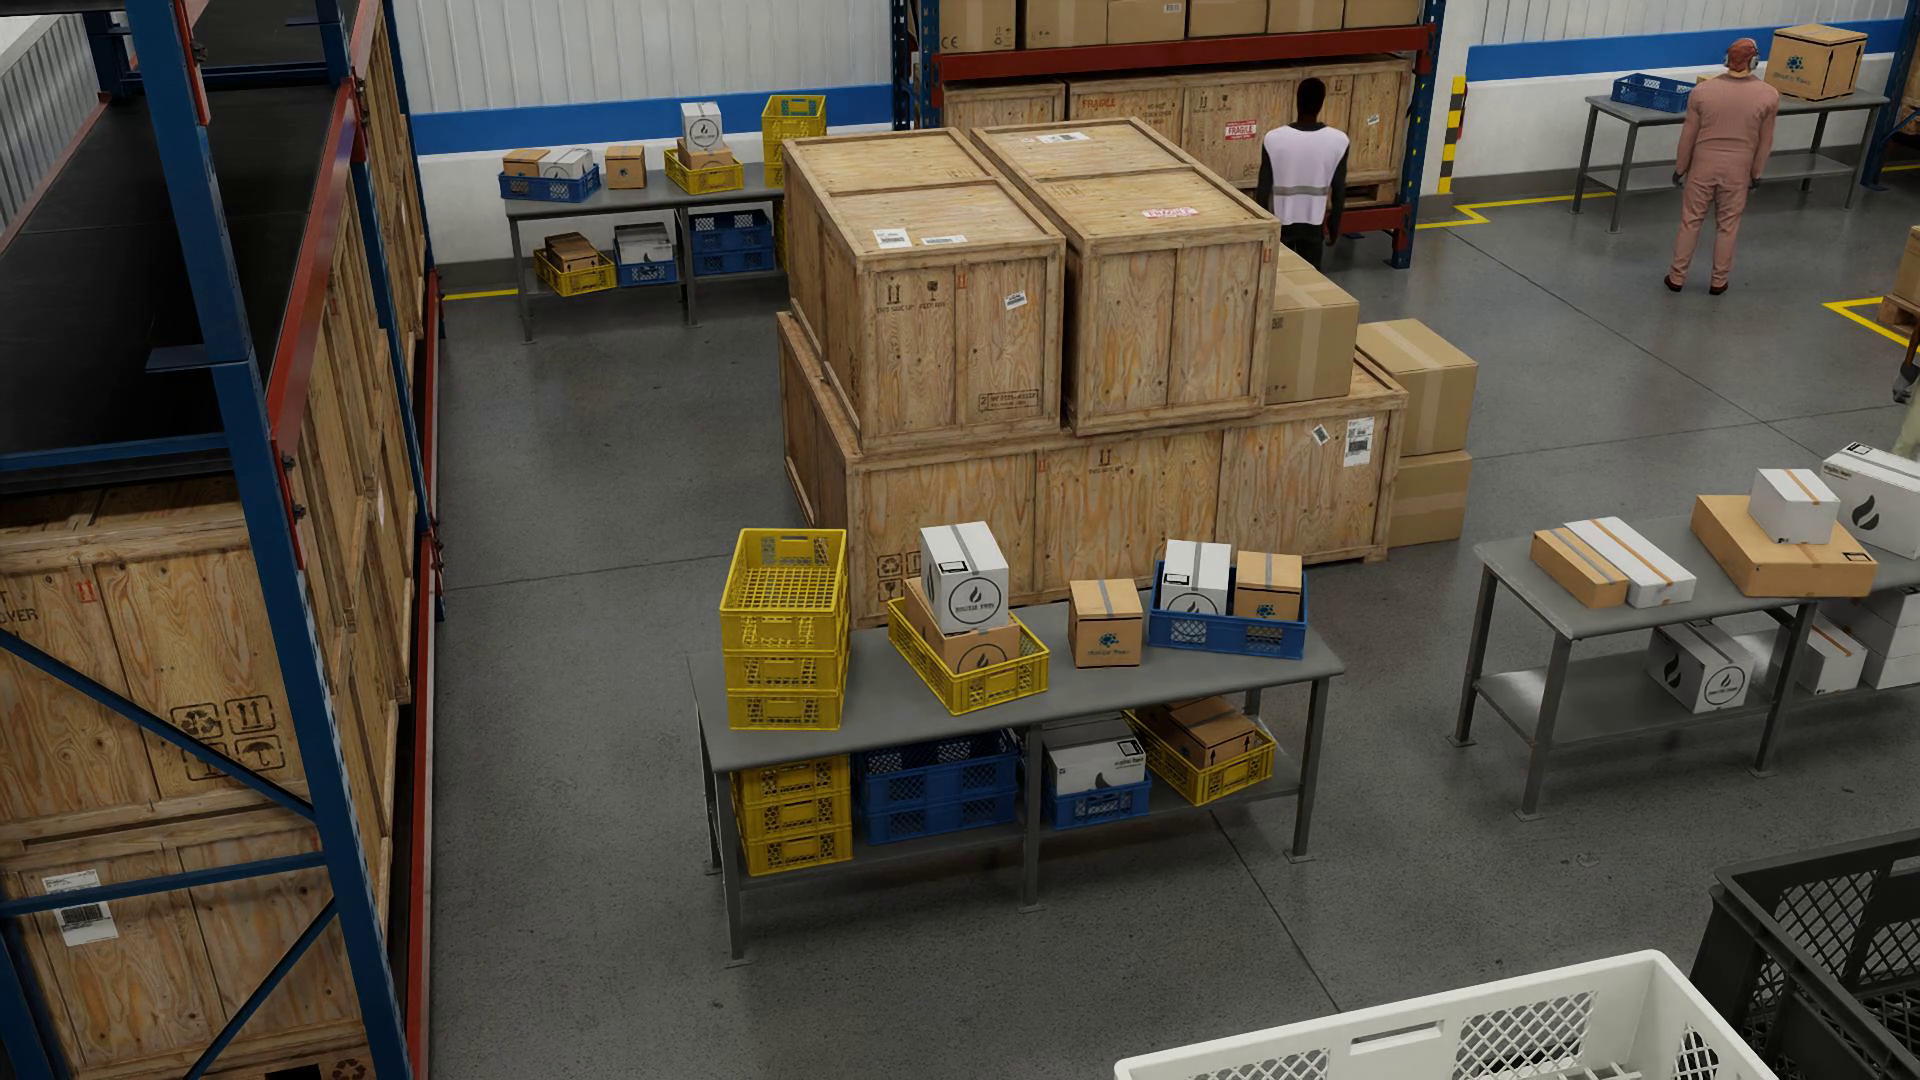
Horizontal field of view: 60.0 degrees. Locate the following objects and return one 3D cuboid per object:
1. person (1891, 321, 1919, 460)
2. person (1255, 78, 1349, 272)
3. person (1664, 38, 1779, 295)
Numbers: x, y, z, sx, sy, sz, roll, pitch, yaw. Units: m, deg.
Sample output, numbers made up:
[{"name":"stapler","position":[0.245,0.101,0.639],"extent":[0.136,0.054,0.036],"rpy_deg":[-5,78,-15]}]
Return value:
[{"name":"person","position":[5.372,-0.861,9.007],"extent":[0.534,1.868,0.310],"rpy_deg":[16,32,26]},{"name":"person","position":[2.311,-2.173,11.350],"extent":[0.607,1.909,0.397],"rpy_deg":[0,29,0]},{"name":"person","position":[5.693,-2.787,12.471],"extent":[0.636,1.903,0.405],"rpy_deg":[10,30,18]}]
